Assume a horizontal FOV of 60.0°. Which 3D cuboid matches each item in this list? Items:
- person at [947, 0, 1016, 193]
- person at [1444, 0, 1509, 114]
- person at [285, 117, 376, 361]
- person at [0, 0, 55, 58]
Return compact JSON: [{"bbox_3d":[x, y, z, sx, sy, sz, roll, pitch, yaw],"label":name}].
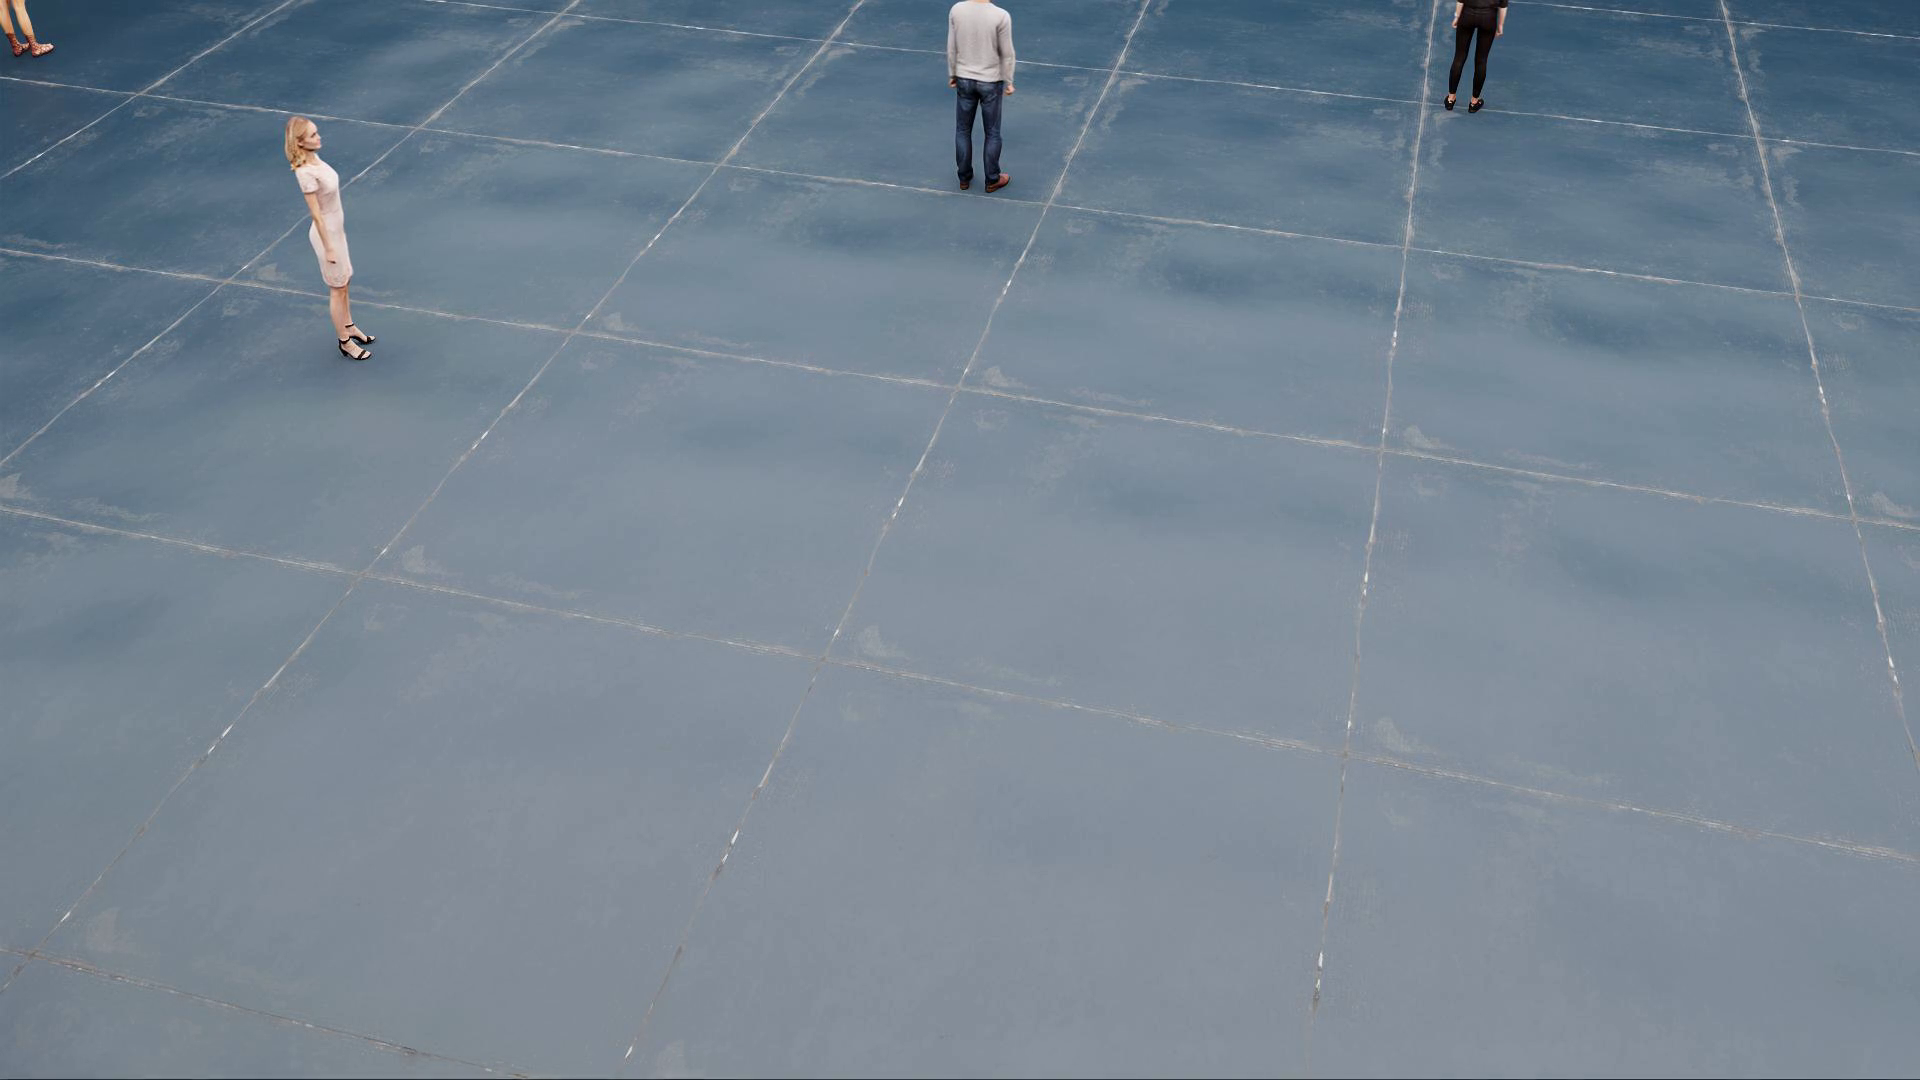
[{"bbox_3d":[0.167,-3.851,13.929,0.757,1.909,0.643,13,40,16],"label":"person"},{"bbox_3d":[4.764,-4.795,15.296,0.628,1.712,0.547,13,40,16],"label":"person"},{"bbox_3d":[-4.487,-2.143,11.810,0.701,1.830,0.563,-5,38,-6],"label":"person"},{"bbox_3d":[-9.435,-5.609,16.332,0.606,1.719,0.522,7,39,9],"label":"person"}]
